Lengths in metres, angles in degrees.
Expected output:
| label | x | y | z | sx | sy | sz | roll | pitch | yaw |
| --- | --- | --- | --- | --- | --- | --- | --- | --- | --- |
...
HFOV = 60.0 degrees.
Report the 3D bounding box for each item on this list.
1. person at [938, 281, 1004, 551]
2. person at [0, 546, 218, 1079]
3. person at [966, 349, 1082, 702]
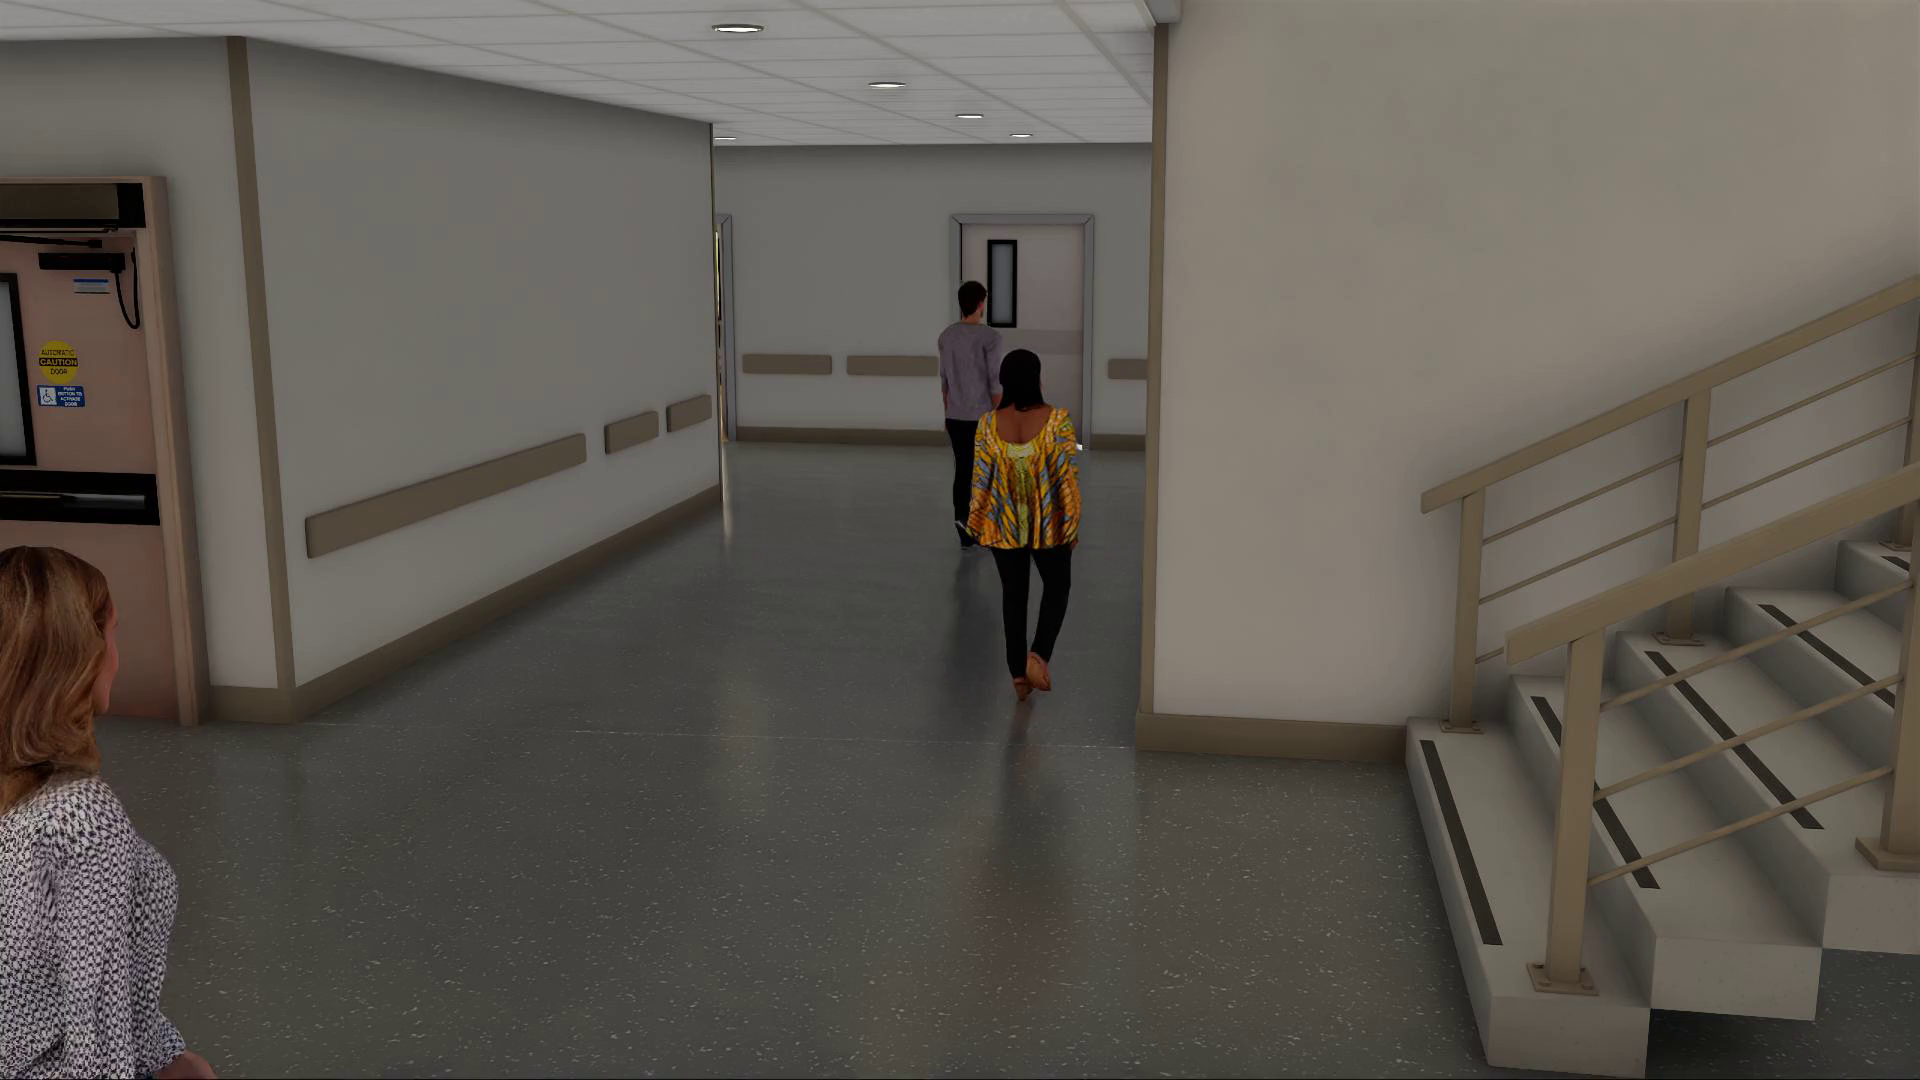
| label | x | y | z | sx | sy | sz | roll | pitch | yaw |
| --- | --- | --- | --- | --- | --- | --- | --- | --- | --- |
| person | 0.026 | -0.817 | 11.243 | 0.827 | 1.831 | 0.864 | 7 | 13 | 31 |
| person | -1.298 | 0.924 | 2.272 | 0.910 | 1.755 | 0.915 | 9 | 14 | 41 |
| person | 0.303 | -0.040 | 7.652 | 0.652 | 1.643 | 0.748 | 2 | 11 | 11 |
